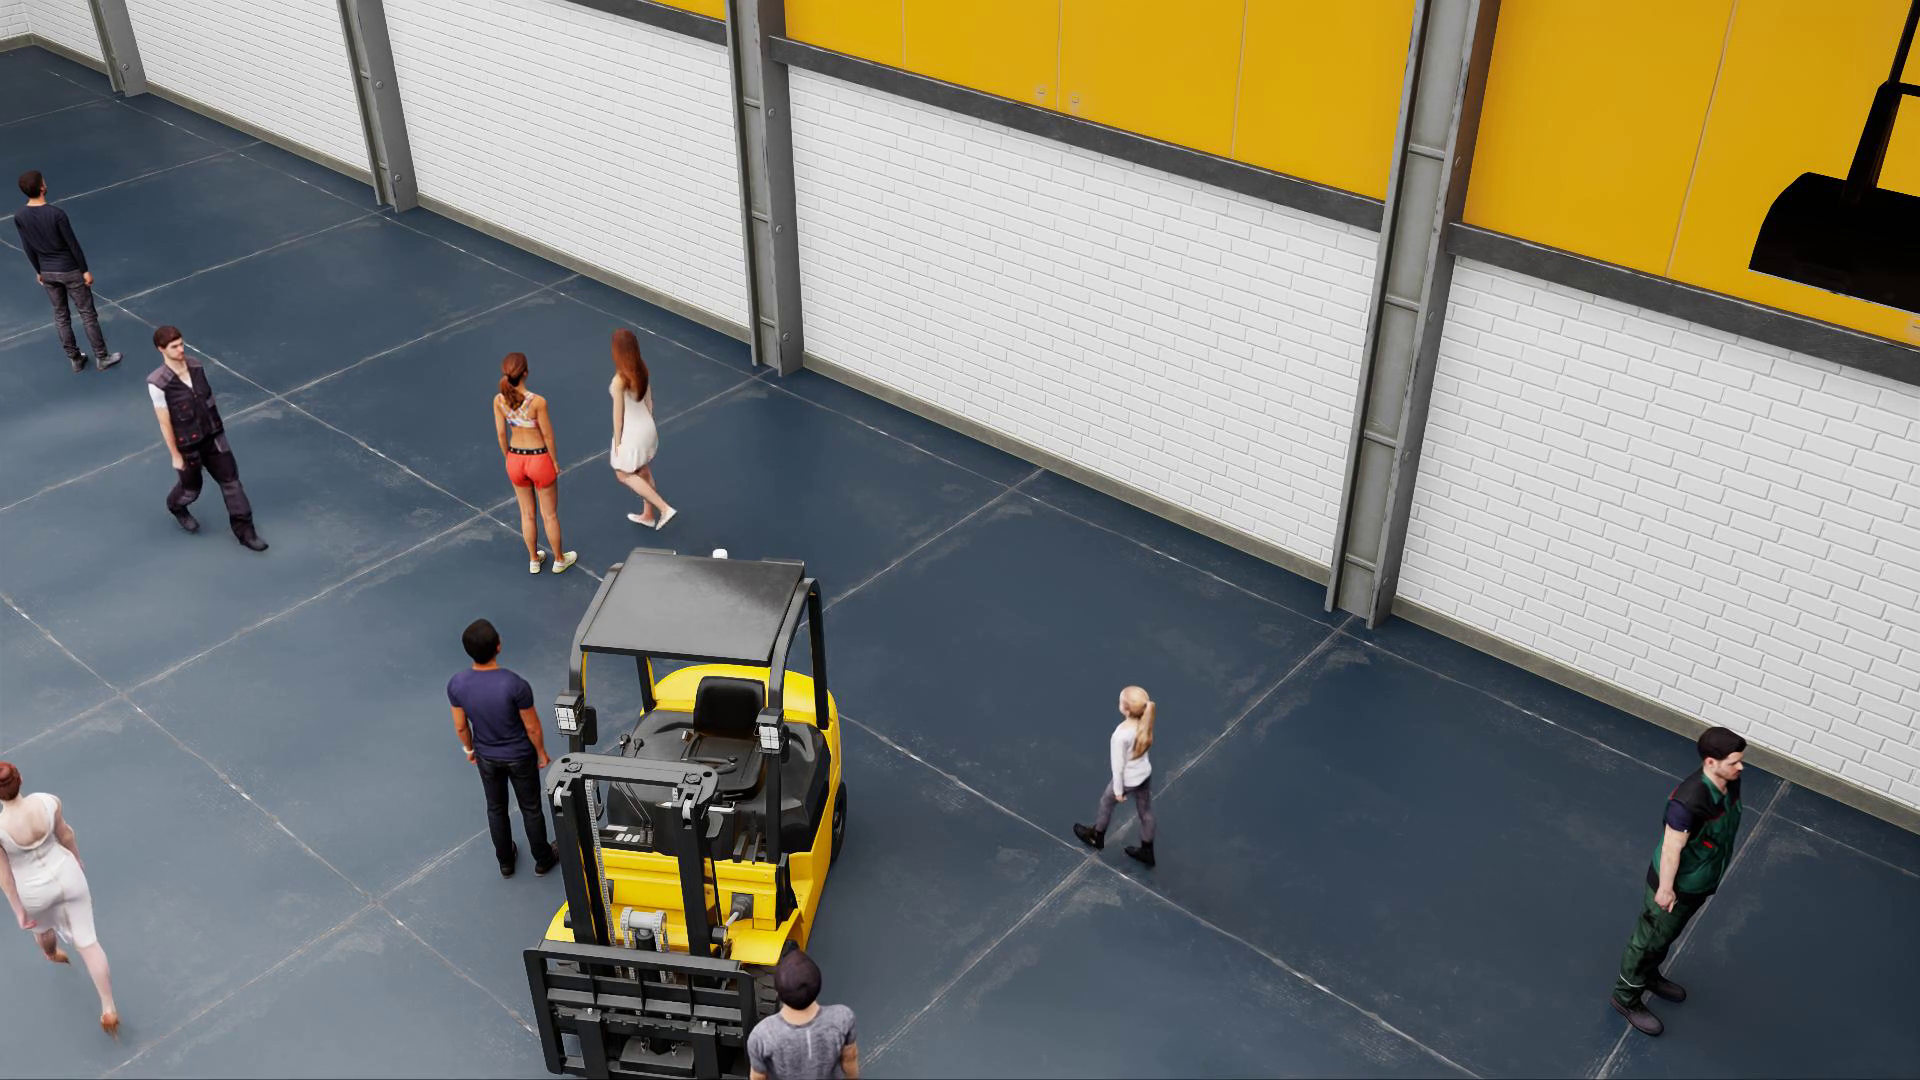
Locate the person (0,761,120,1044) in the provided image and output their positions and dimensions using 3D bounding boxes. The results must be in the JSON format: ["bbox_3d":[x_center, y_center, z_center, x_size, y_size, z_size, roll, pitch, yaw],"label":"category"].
[{"bbox_3d":[-4.616,1.877,8.547,1.070,1.745,0.586,26,41,33],"label":"person"}]

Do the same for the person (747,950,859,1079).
[{"bbox_3d":[-0.683,2.555,7.419,0.717,1.864,0.713,-11,35,-16],"label":"person"}]

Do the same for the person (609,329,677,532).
[{"bbox_3d":[-2.387,-0.780,12.587,0.829,1.699,0.665,17,37,23],"label":"person"}]

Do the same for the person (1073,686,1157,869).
[{"bbox_3d":[1.052,1.404,9.694,0.547,1.263,0.783,-26,42,-34],"label":"person"}]

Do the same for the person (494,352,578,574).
[{"bbox_3d":[-3.137,-0.548,12.154,0.631,1.791,0.719,5,34,8],"label":"person"}]

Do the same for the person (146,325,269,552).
[{"bbox_3d":[-5.780,-0.752,12.439,1.202,1.815,0.780,19,38,26],"label":"person"}]

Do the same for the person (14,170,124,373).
[{"bbox_3d":[-8.027,-2.392,14.856,0.699,1.870,0.777,0,34,0],"label":"person"}]

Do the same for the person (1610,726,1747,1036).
[{"bbox_3d":[3.744,1.727,8.632,0.572,1.901,0.670,27,42,35],"label":"person"}]

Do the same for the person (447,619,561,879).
[{"bbox_3d":[-2.609,1.213,9.502,0.688,1.793,0.773,0,34,0],"label":"person"}]
